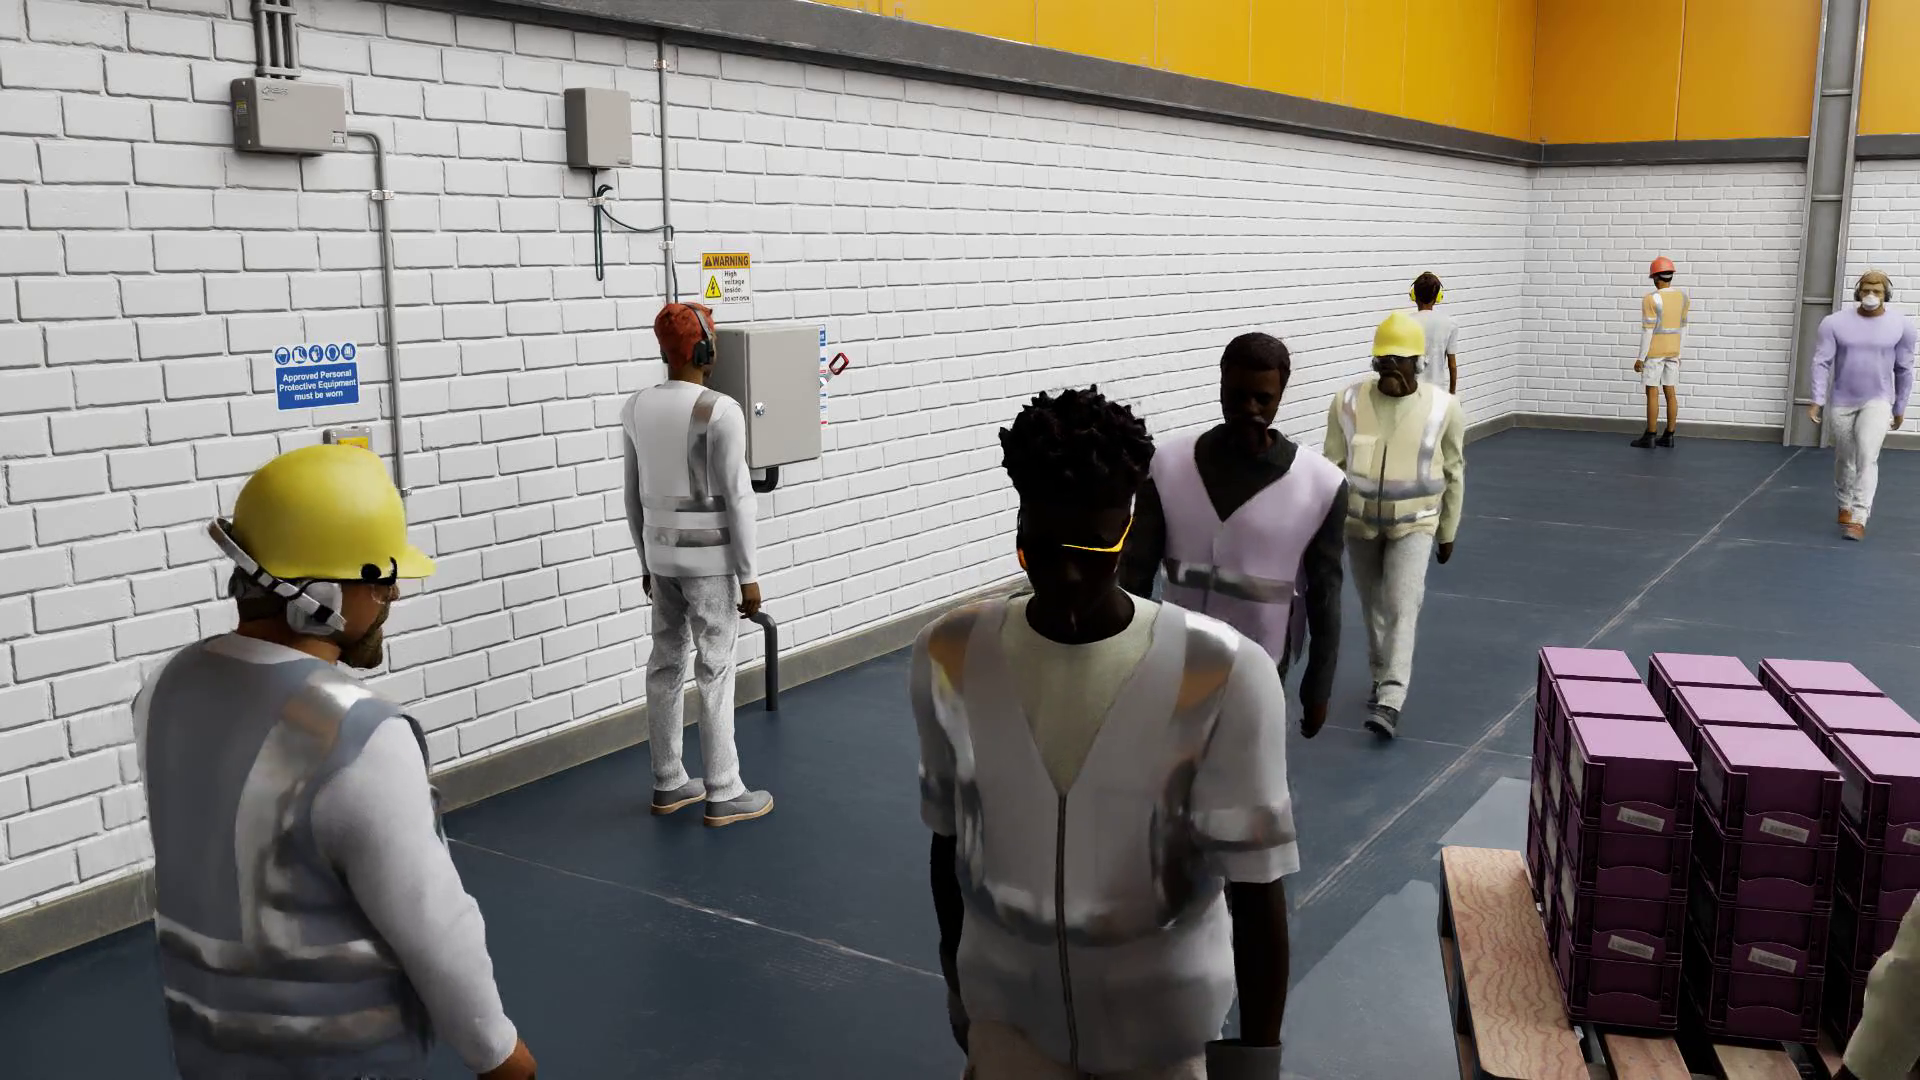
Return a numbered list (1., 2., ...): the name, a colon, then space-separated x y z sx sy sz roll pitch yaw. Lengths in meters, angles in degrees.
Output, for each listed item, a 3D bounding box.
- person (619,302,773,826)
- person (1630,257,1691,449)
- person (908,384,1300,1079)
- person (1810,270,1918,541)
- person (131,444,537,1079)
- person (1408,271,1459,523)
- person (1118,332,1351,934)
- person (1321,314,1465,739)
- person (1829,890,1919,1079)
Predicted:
1. person: -0.952 0.091 5.998 0.575 1.884 0.355 7 12 33
2. person: 7.070 -1.886 16.833 0.543 1.928 0.374 -3 11 -18
3. person: 0.223 0.702 2.610 0.622 1.909 1.045 3 11 15
4. person: 6.473 -0.985 11.951 0.632 1.902 0.985 7 12 34
5. person: -0.937 0.746 2.583 0.612 1.811 0.538 8 13 38
6. person: 3.422 -1.045 12.333 0.513 1.872 0.328 1 10 7
7. person: 0.772 0.341 4.696 0.598 1.865 1.052 6 12 30
8. person: 1.826 -0.071 7.158 0.590 1.781 0.935 5 11 26
9. person: 1.276 0.773 2.007 0.955 1.947 0.613 1 10 7
